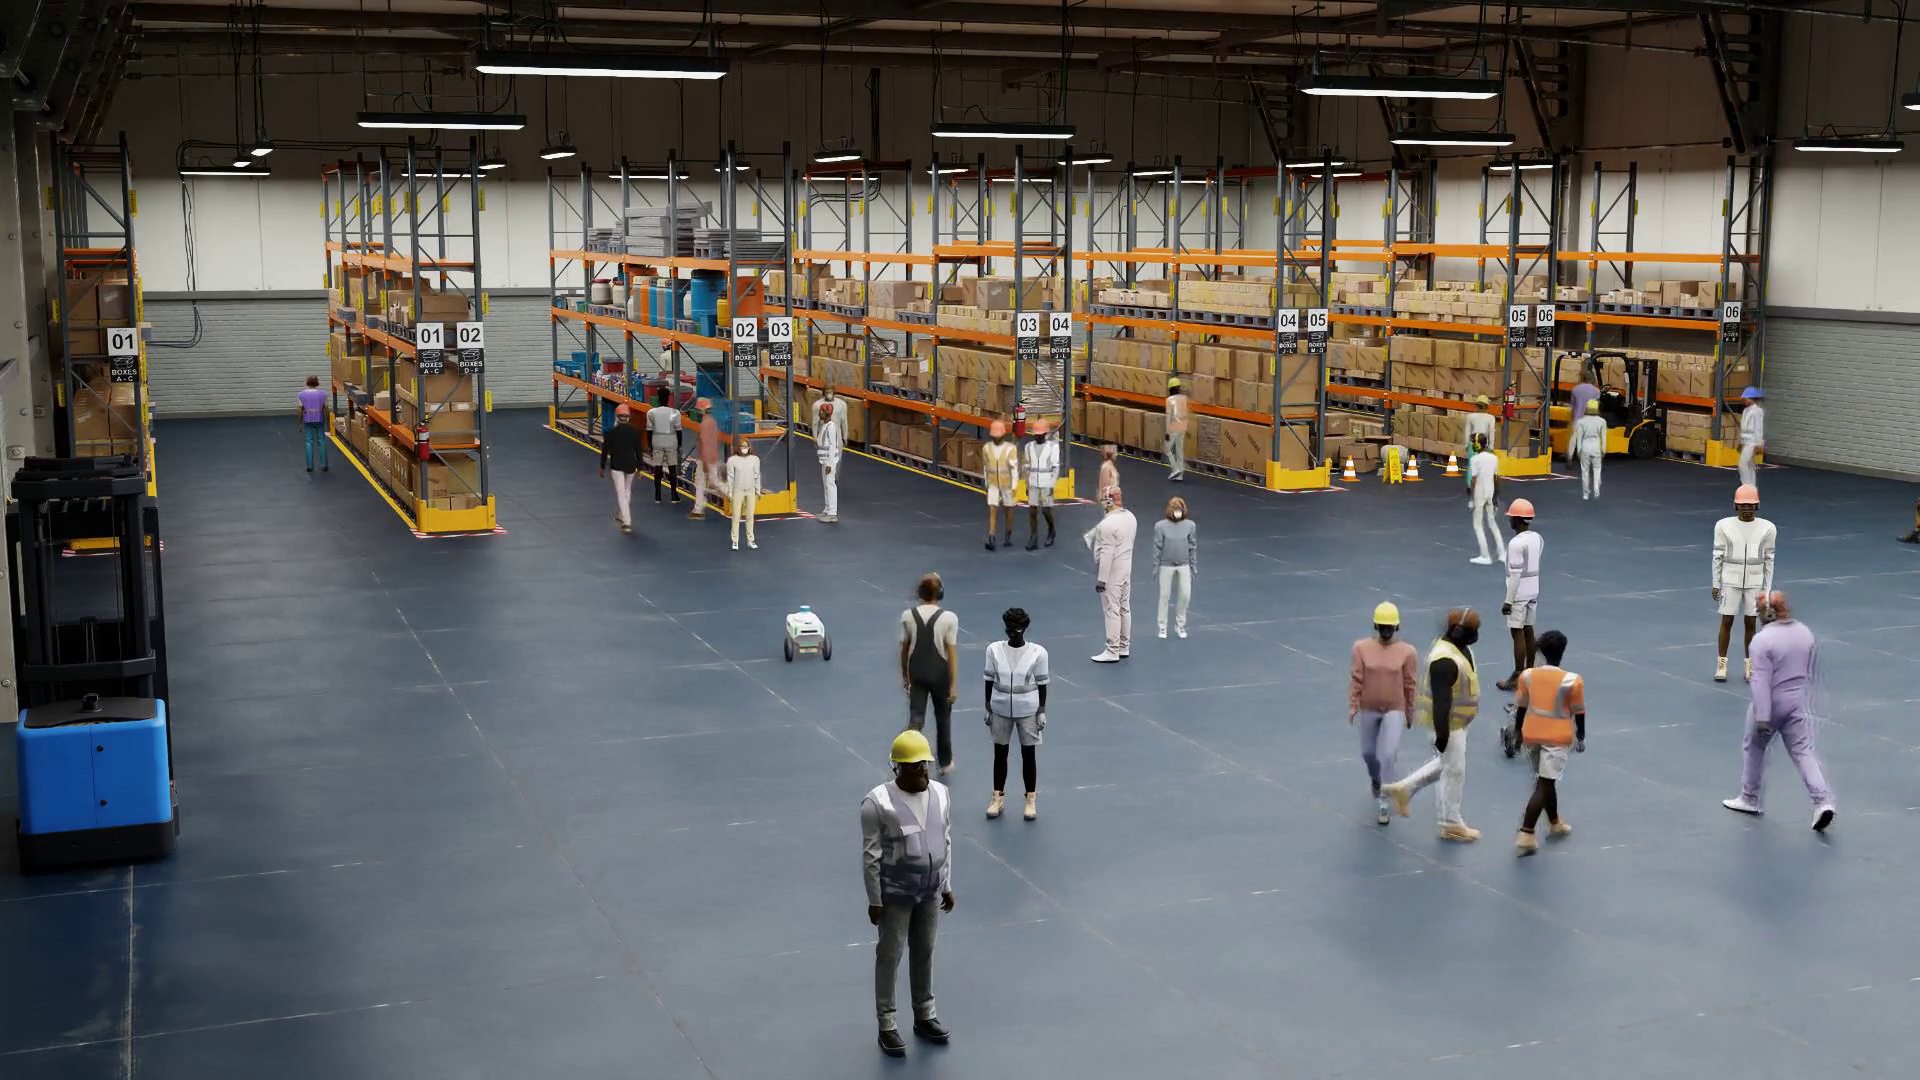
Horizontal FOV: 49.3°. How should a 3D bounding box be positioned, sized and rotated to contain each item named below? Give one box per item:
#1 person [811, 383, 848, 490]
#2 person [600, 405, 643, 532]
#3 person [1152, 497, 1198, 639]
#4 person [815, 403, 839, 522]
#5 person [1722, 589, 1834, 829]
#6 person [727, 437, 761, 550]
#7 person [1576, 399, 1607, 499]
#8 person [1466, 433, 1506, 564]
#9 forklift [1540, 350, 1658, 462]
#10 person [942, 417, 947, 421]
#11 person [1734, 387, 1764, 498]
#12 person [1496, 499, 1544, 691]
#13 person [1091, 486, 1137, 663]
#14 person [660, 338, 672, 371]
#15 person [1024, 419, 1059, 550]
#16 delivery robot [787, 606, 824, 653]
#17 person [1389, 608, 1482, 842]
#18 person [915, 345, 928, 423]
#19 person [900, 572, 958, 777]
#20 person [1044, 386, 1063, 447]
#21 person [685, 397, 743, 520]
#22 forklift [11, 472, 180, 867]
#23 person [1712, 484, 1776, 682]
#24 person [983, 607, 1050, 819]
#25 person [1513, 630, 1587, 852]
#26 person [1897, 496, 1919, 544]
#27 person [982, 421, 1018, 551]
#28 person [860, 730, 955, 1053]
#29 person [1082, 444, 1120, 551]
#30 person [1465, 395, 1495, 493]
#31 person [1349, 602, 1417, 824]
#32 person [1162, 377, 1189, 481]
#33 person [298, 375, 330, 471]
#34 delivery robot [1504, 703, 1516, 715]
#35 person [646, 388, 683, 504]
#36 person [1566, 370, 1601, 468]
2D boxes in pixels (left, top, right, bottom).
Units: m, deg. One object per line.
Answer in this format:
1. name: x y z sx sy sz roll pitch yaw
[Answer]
1. person: -2.298 -1.809 36.960 0.650 1.917 0.524 -1 9 -7
2. person: -5.220 -1.118 32.303 0.608 1.943 1.031 -5 10 -30
3. person: 2.444 0.325 23.793 0.542 1.615 0.529 -1 9 -8
4. person: -2.110 -1.238 33.290 0.355 1.883 0.574 -2 9 -14
5. person: 6.464 1.311 16.410 0.646 1.859 0.972 -4 9 -24
6. person: -3.133 -0.680 30.391 0.507 1.631 0.267 -3 9 -22
7. person: 10.809 -1.553 35.883 0.487 1.733 0.400 2 9 13
8. person: 7.306 -0.575 29.094 0.646 1.829 0.470 -6 10 -33
9. forklift: 12.897 -2.725 42.309 2.313 2.155 1.214 -3 9 -21
10. person: -0.509 -3.824 50.783 0.636 1.816 0.868 -1 9 -10
11. person: 13.440 -1.651 35.862 0.581 1.931 0.643 0 9 1
12. person: 5.660 0.547 21.199 0.362 1.939 0.542 8 11 41
13. person: 1.642 0.361 22.566 0.409 1.904 0.640 5 10 30
14. person: -7.056 -3.894 50.657 0.406 1.986 0.617 5 10 32
15. person: 1.200 -0.813 30.391 0.553 1.908 0.595 4 9 24
16. delivery robot: -1.689 0.963 22.845 0.477 0.478 0.707 -2 9 -11
17. person: 3.658 1.387 16.031 0.653 1.814 0.671 4 9 23
18. person: -0.975 -3.518 48.159 0.624 1.992 1.082 -4 9 -25
19. person: -0.269 1.165 17.551 0.523 1.804 0.951 3 9 16
20. person: 1.737 -2.381 41.047 0.626 1.844 0.429 -7 11 -38
21. person: -3.949 -1.308 33.485 0.868 1.972 0.625 2 9 13
22. forklift: -6.630 0.886 15.957 1.129 2.768 1.873 -3 9 -21
23. person: 8.060 0.441 21.560 0.609 2.043 0.376 2 9 14
24. person: 0.438 1.362 16.585 0.533 1.692 0.319 2 9 13
25. person: 4.423 1.507 15.787 0.831 1.656 0.527 -7 11 -39
26. person: 14.416 -0.862 30.774 0.985 1.896 0.551 3 9 20
27. person: 0.591 -0.795 30.421 0.564 1.873 1.040 2 9 14
28. person: -0.279 1.985 11.952 0.591 1.837 0.403 -6 11 -36
29. person: 2.047 -0.556 29.604 0.568 1.625 0.519 2 9 10
30. person: 9.120 -1.688 36.784 0.531 1.727 0.865 5 10 28
31. person: 3.373 1.323 16.663 0.523 1.742 0.685 3 9 18
32. person: 3.966 -2.034 38.518 0.612 1.905 0.431 -7 11 -38
33. person: -12.361 -2.239 40.085 0.570 1.843 0.373 -3 9 -19
34. delivery robot: 5.083 1.453 18.717 0.335 0.223 0.698 0 8 0
35. person: -4.988 -1.599 35.414 0.613 1.963 0.361 0 9 2
36. person: 12.085 -2.343 40.659 0.644 1.901 0.938 8 12 42
